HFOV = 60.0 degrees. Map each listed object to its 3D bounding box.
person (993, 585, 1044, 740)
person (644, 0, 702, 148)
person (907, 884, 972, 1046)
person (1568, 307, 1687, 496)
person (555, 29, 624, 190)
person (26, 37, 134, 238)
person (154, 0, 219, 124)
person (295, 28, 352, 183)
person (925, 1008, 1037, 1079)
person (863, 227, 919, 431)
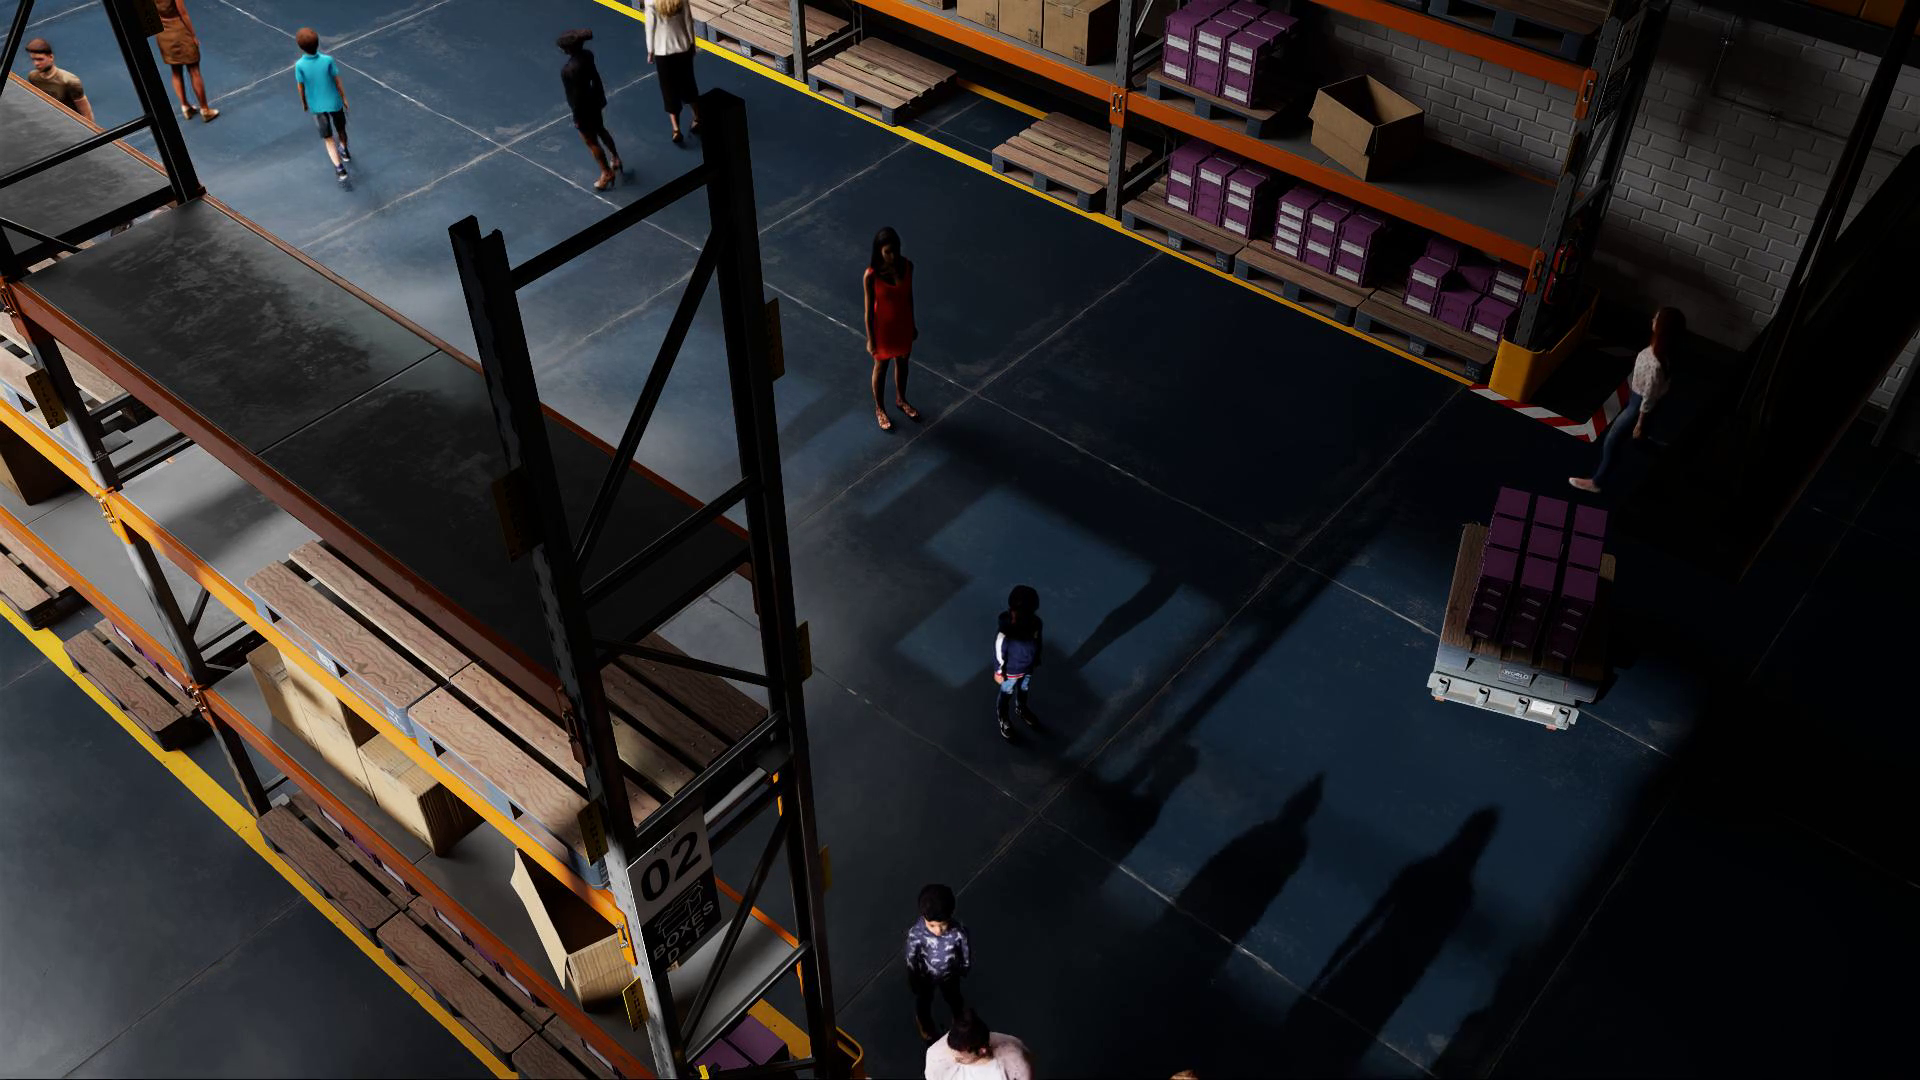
[{"bbox_3d":[0.373,0.753,10.587,0.571,1.224,0.564,-24,49,-23],"label":"person"},{"bbox_3d":[-2.727,-4.618,15.770,0.684,1.852,0.628,-23,48,-22],"label":"person"},{"bbox_3d":[-0.146,2.271,8.979,0.611,1.245,0.674,-4,44,-4],"label":"person"},{"bbox_3d":[5.013,-0.918,11.991,1.056,1.707,0.691,23,48,22],"label":"person"},{"bbox_3d":[-3.367,-3.935,15.226,0.742,1.614,0.789,20,47,20],"label":"person"},{"bbox_3d":[-7.794,-3.557,14.656,0.664,1.851,0.807,10,45,10],"label":"person"},{"bbox_3d":[-7.630,-4.883,16.170,0.595,1.682,0.699,7,44,7],"label":"person"},{"bbox_3d":[-5.891,-4.030,15.460,0.774,1.427,1.017,-20,47,-20],"label":"person"},{"bbox_3d":[0.124,2.708,8.180,1.042,1.714,1.045,5,44,5],"label":"person"},{"bbox_3d":[-0.528,-1.634,12.733,0.649,1.719,0.620,-24,48,-23],"label":"person"}]
